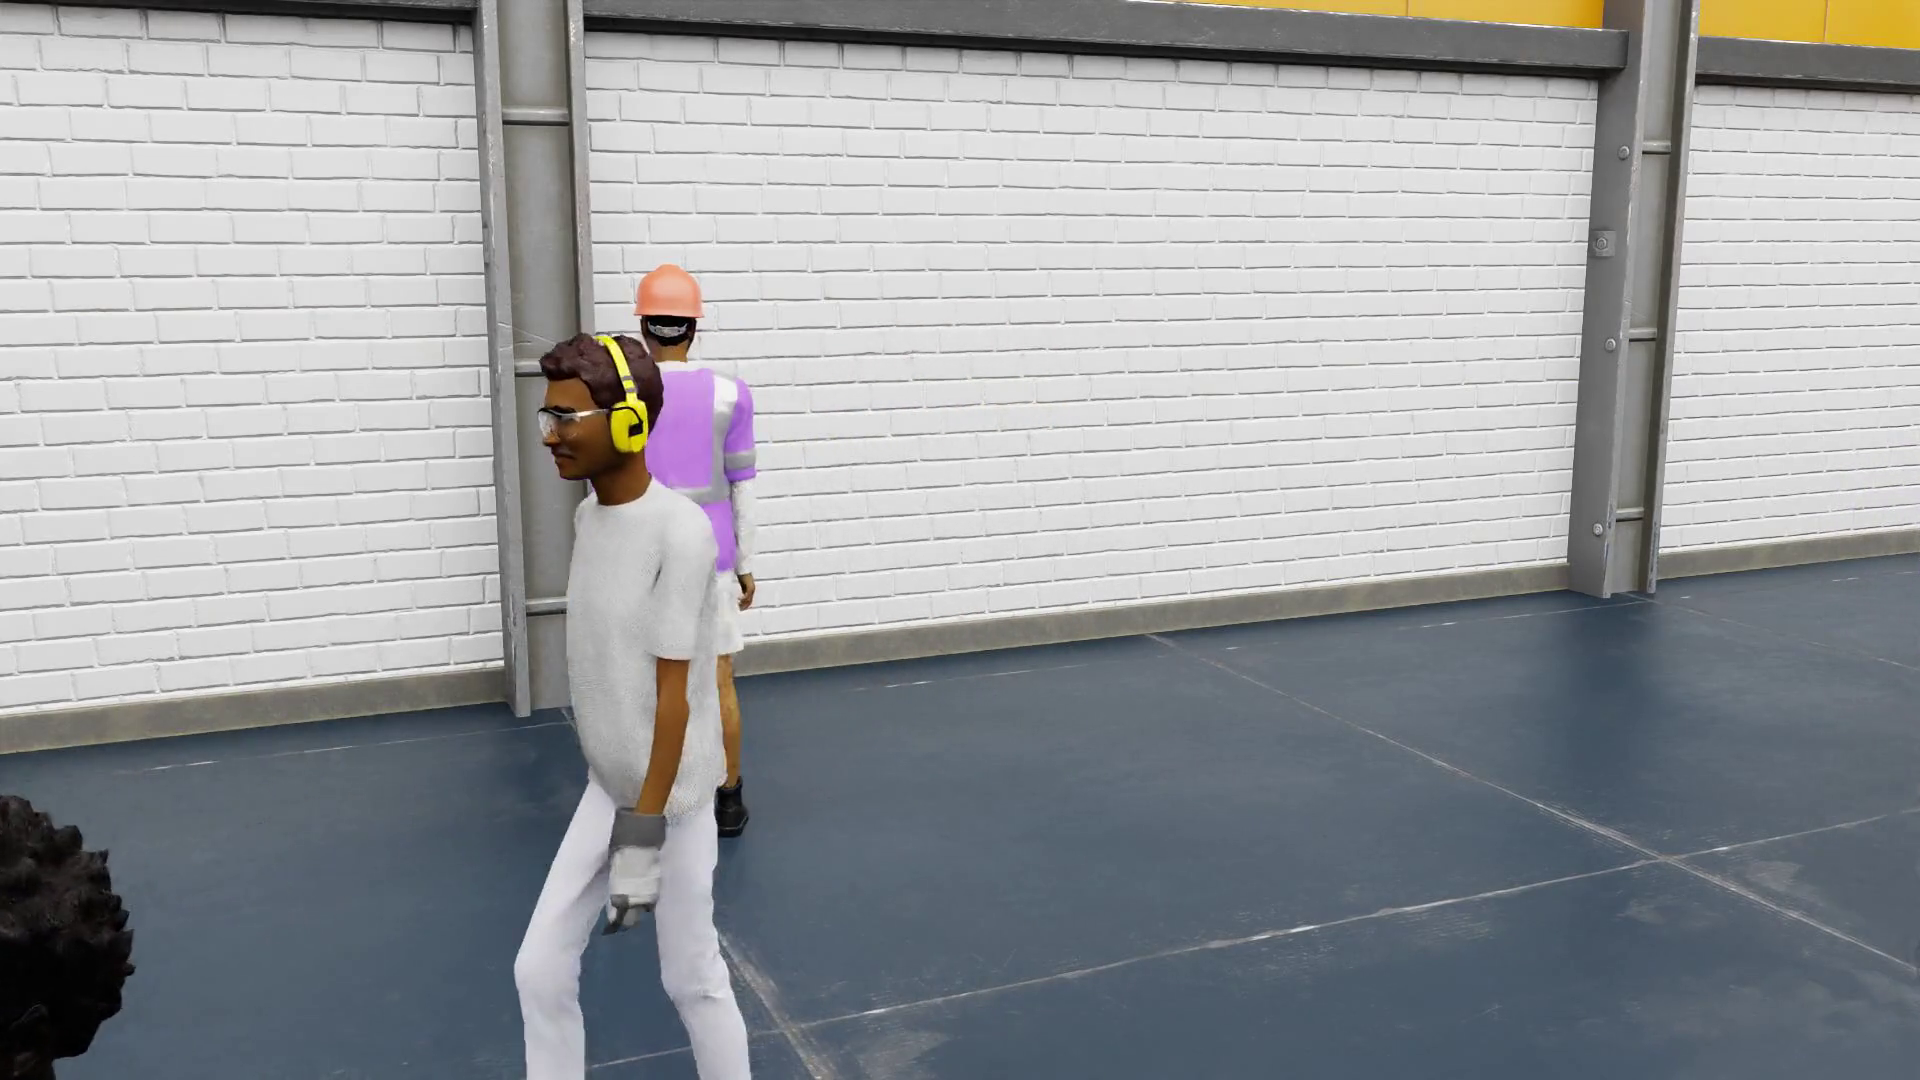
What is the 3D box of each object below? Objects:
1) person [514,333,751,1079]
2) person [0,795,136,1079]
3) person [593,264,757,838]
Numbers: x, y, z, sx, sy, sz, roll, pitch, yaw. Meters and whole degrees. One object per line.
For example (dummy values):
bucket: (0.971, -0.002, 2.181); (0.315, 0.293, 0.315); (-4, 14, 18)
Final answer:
person: (-0.708, 0.538, 3.222); (0.775, 1.837, 0.515); (-9, 14, -41)
person: (-0.653, 0.972, 1.292); (0.528, 1.659, 0.856); (2, 10, 10)
person: (-0.954, 0.057, 5.573); (0.548, 1.936, 0.378); (-3, 11, -15)
